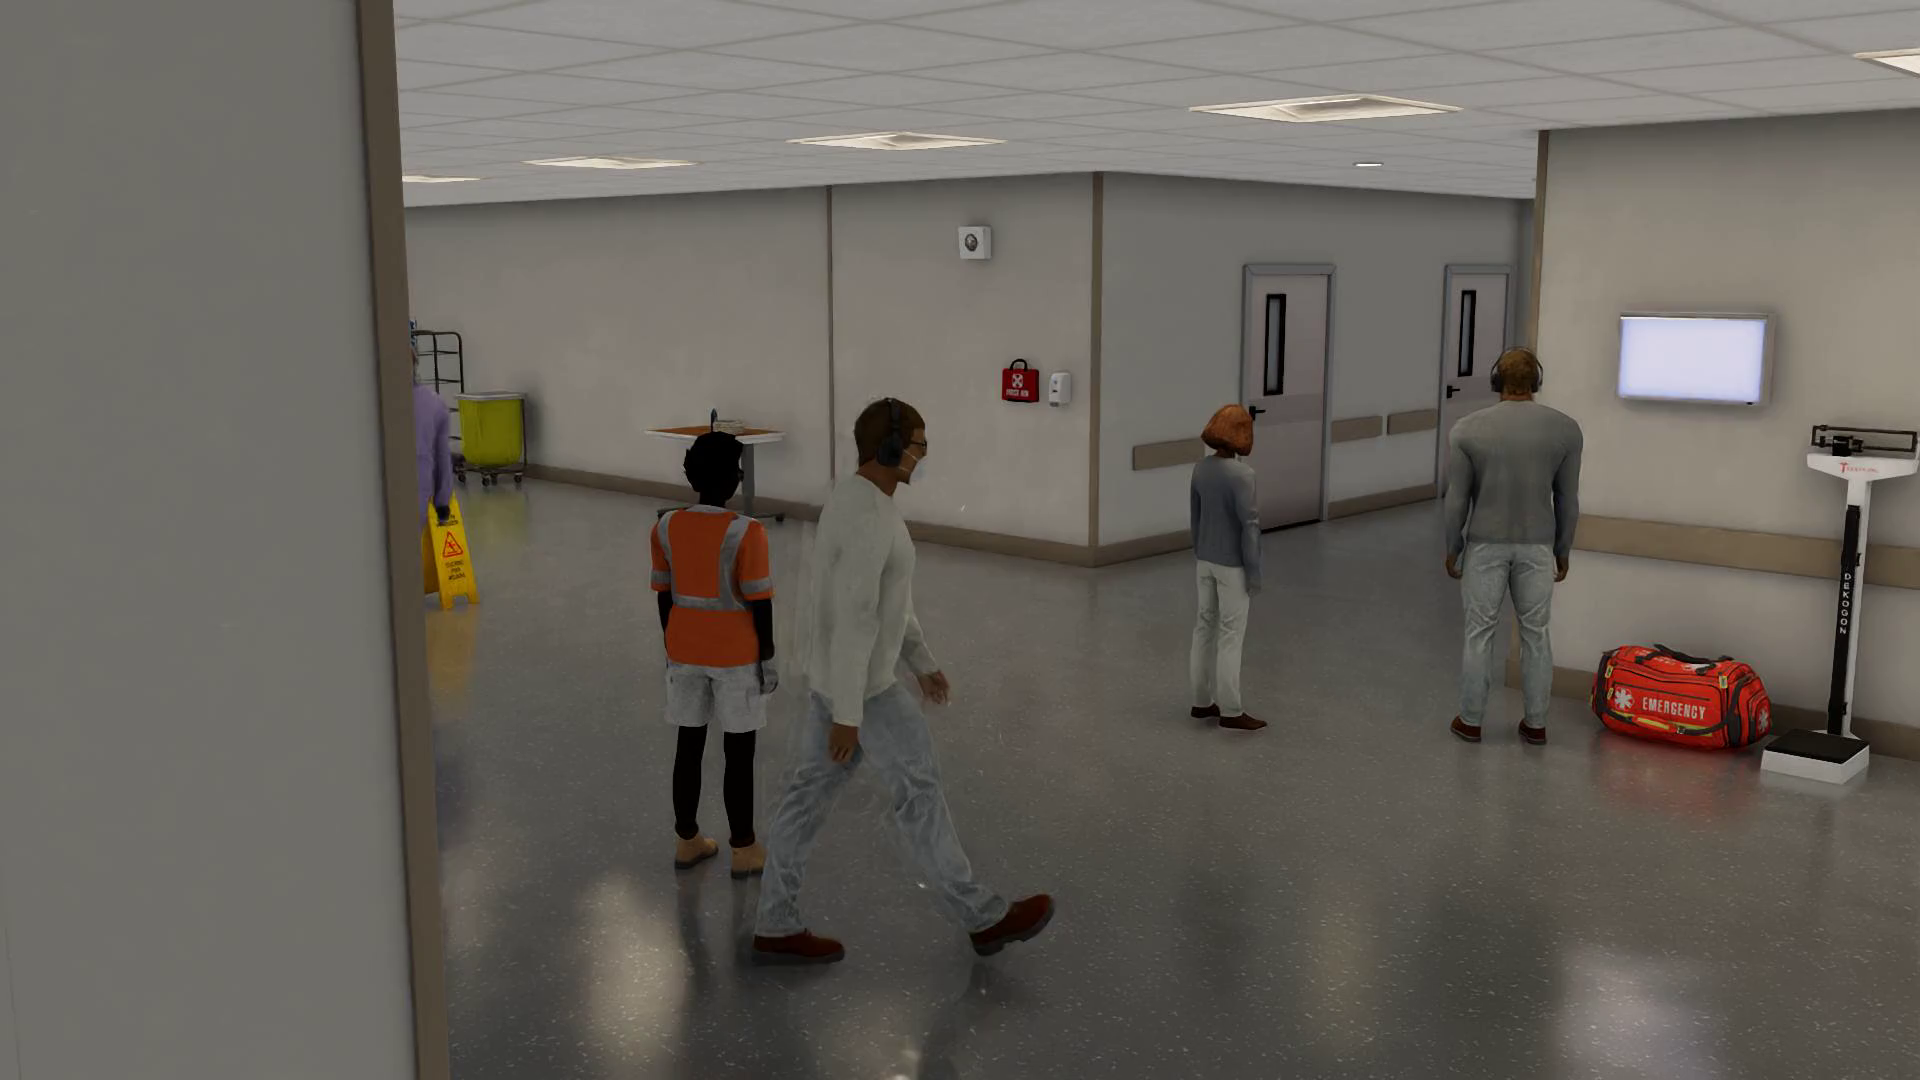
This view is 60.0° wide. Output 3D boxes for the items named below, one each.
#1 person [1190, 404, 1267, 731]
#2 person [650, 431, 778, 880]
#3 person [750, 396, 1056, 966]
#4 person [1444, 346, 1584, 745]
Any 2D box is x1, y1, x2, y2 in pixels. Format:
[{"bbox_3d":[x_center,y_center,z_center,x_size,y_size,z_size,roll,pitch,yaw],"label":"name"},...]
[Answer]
[{"bbox_3d":[1.334,0.135,8.331,0.289,1.632,0.497,-5,10,-27],"label":"person"},{"bbox_3d":[-0.915,0.436,6.292,0.540,1.696,0.316,5,10,27],"label":"person"},{"bbox_3d":[-0.224,0.476,5.462,1.048,1.876,0.630,-2,9,-12],"label":"person"},{"bbox_3d":[2.662,0.034,8.066,0.624,1.931,0.378,2,9,9],"label":"person"}]
